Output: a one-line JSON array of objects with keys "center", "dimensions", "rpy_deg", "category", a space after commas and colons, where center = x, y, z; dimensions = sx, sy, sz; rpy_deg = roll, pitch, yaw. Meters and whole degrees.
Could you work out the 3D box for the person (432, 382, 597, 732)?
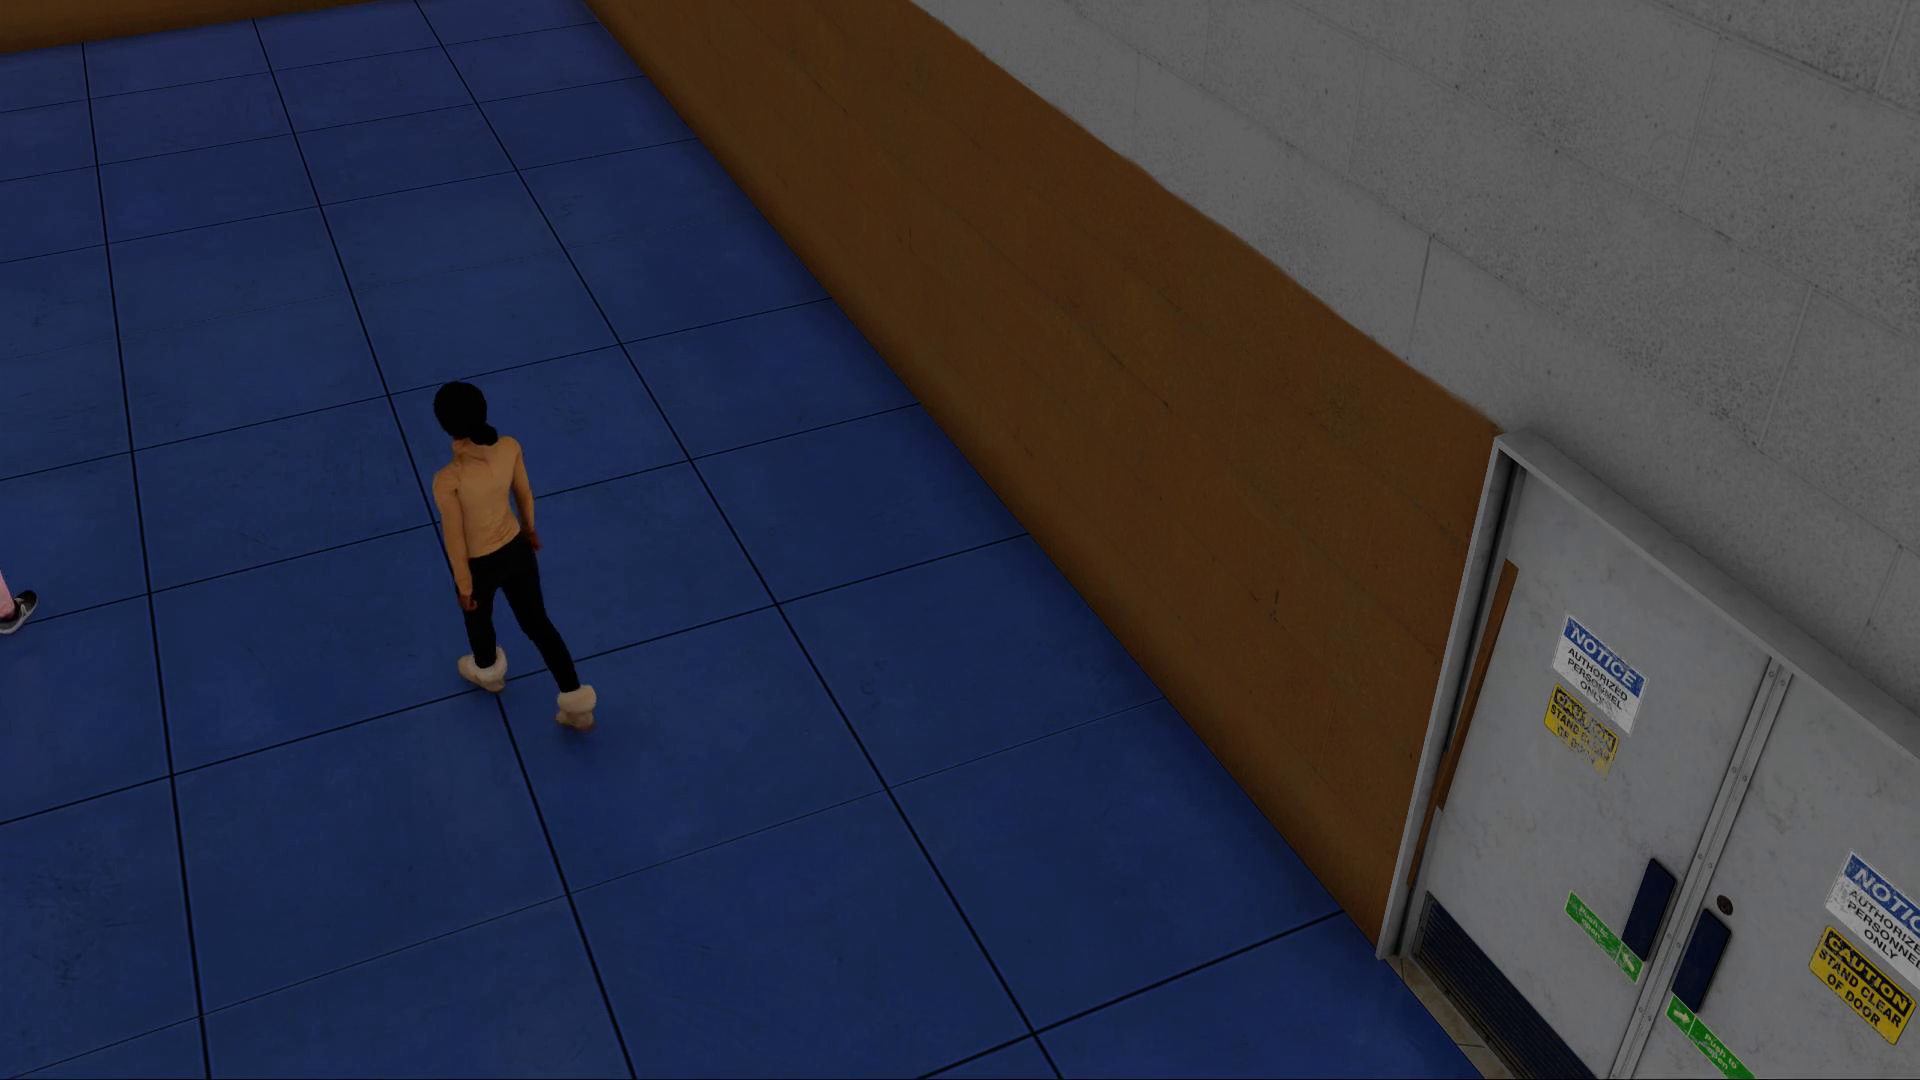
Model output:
[{"center": [-1.816, 0.115, 6.713], "dimensions": [0.969, 1.627, 1.117], "rpy_deg": [29, 46, 33], "category": "person"}]
